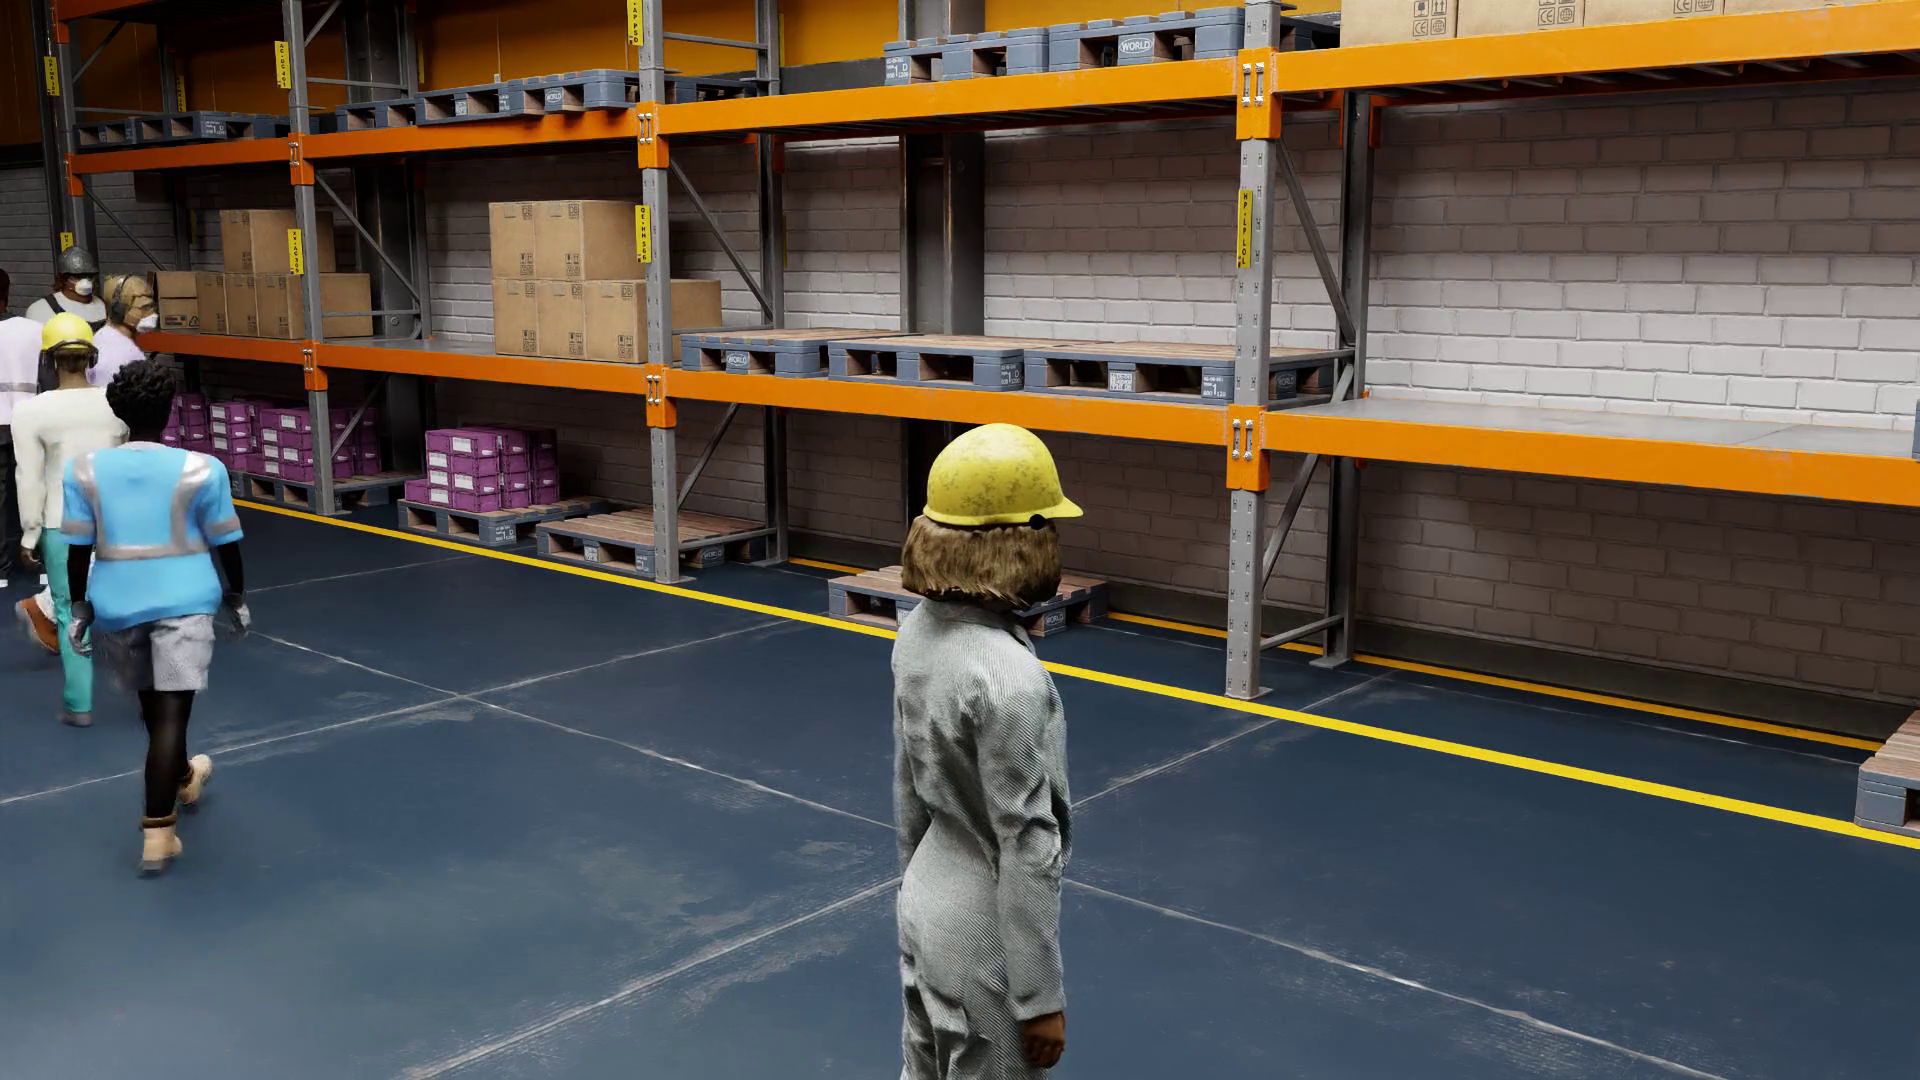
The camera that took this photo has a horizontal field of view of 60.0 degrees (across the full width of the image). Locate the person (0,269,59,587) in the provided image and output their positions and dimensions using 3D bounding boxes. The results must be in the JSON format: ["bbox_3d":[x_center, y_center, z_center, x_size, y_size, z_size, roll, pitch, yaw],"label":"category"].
[{"bbox_3d":[-5.697,-0.670,9.944,0.593,1.919,0.391,-5,11,-25],"label":"person"}]

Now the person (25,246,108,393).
[{"bbox_3d":[-6.009,-1.002,11.485,0.535,2.000,0.674,6,12,33],"label":"person"}]

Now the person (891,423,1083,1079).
[{"bbox_3d":[0.052,0.673,2.795,0.295,1.743,0.492,-4,11,-23],"label":"person"}]

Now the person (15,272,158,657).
[{"bbox_3d":[-4.140,-0.331,8.039,0.740,1.911,0.627,-5,11,-24],"label":"person"}]

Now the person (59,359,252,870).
[{"bbox_3d":[-2.690,0.216,5.632,0.548,1.645,0.887,-1,10,-7],"label":"person"}]

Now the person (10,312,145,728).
[{"bbox_3d":[-3.669,-0.067,6.997,0.530,1.777,0.366,-9,13,-42],"label":"person"}]
